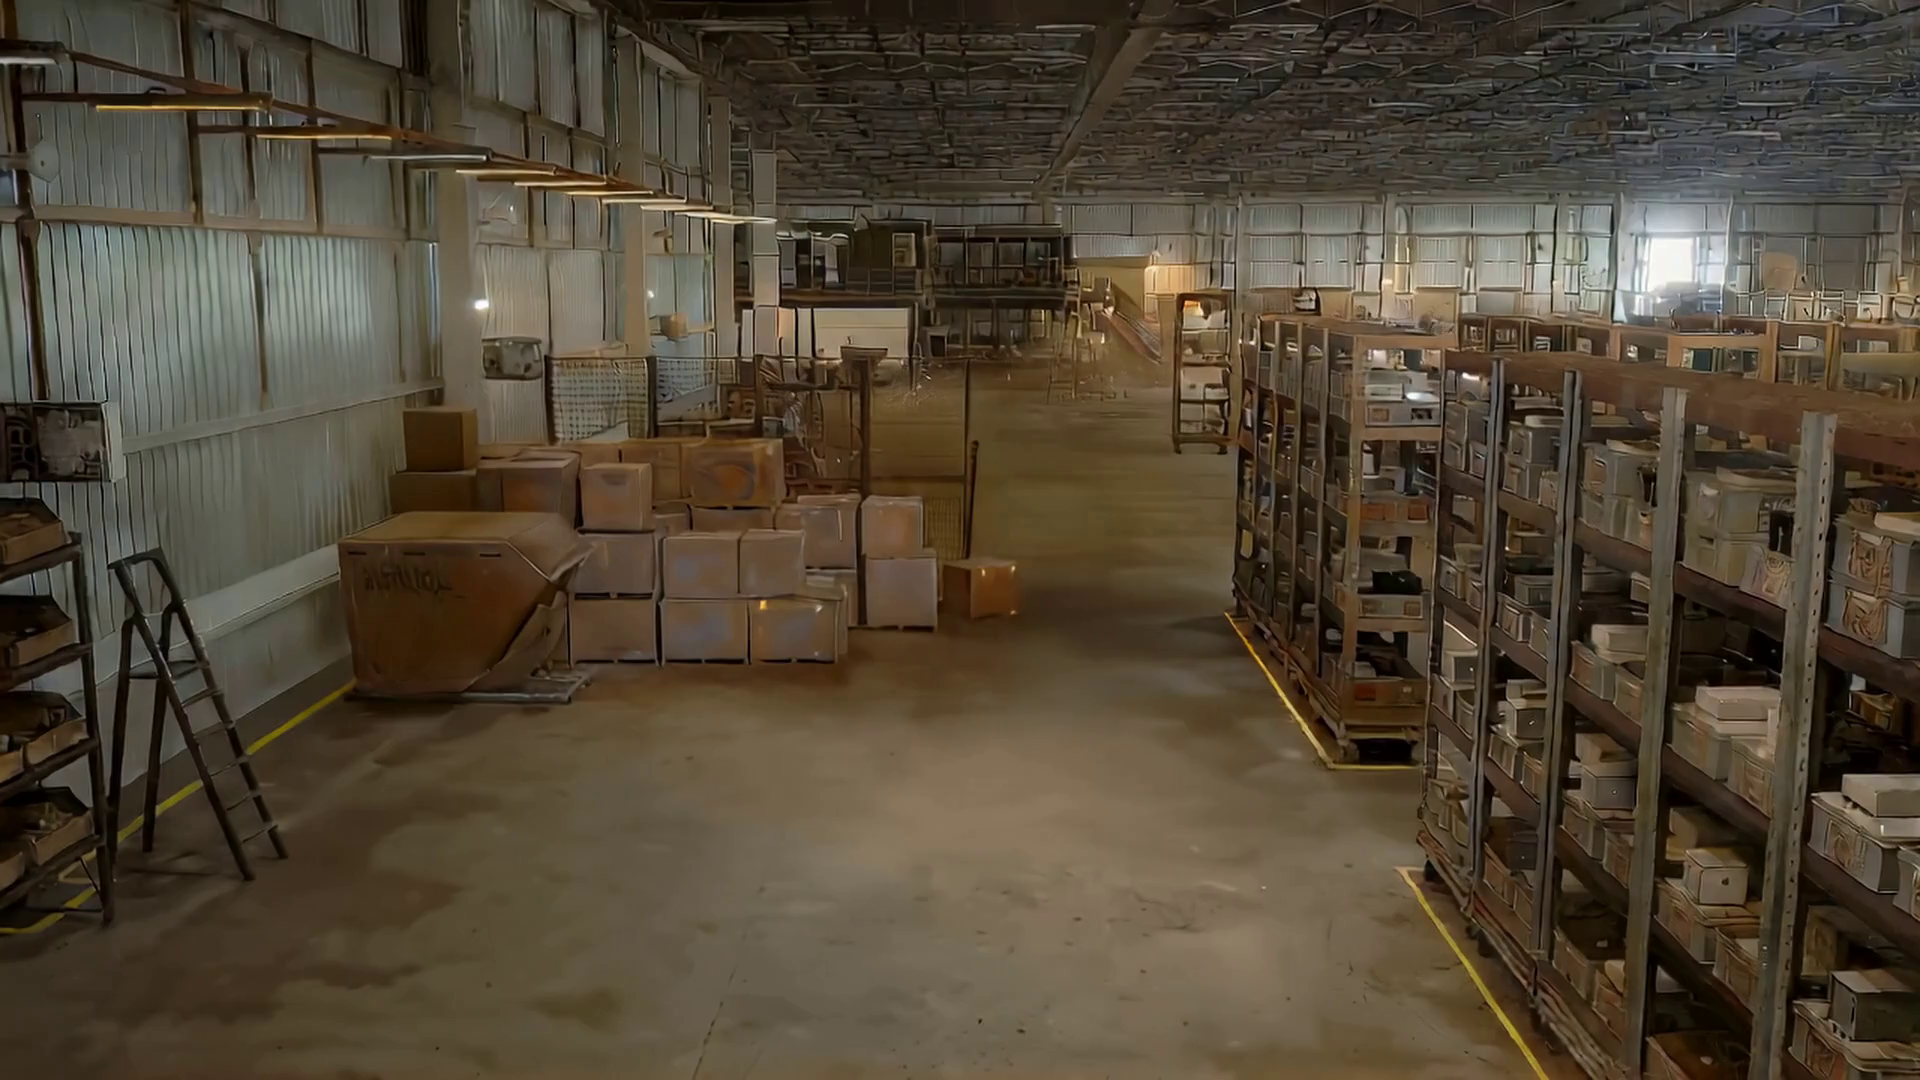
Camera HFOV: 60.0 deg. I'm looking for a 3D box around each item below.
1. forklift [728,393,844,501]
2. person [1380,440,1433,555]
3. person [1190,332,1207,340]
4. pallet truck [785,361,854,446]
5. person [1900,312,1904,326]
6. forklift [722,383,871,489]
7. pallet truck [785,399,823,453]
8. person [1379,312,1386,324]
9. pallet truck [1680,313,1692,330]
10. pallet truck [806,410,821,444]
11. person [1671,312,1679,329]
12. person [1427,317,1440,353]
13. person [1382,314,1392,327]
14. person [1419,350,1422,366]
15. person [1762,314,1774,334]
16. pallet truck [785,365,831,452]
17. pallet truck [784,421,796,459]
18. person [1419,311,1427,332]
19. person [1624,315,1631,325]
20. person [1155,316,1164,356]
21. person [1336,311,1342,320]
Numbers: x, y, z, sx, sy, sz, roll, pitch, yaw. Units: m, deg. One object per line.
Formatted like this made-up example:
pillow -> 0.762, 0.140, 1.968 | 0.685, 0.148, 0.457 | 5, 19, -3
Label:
forklift -> -2.979, -1.316, 26.476 | 2.680, 1.987, 1.157 | 0, 9, 1
person -> 6.508, -0.646, 24.080 | 0.828, 1.733, 0.521 | 2, 9, 10
person -> 14.090, -12.758, 98.191 | 1.062, 1.941, 0.639 | 3, 10, 16
pallet truck -> -3.410, -3.193, 38.978 | 1.885, 1.965, 0.823 | 0, 9, -1
person -> 54.935, -12.466, 97.182 | 0.686, 1.668, 0.552 | 2, 9, 12
forklift -> -2.893, -1.687, 28.729 | 2.680, 1.987, 1.157 | 0, 9, -1
pallet truck -> -3.814, -2.432, 36.419 | 1.630, 1.274, 0.653 | 0, 9, 1
person -> 22.018, -10.922, 86.893 | 0.566, 1.915, 0.569 | -6, 11, -35
pallet truck -> 36.315, -10.531, 84.244 | 0.823, 1.965, 1.885 | -6, 11, -33
pallet truck -> -3.559, -2.018, 33.905 | 1.522, 1.261, 0.704 | 0, 9, -1
person -> 38.395, -11.315, 89.442 | 0.504, 1.885, 0.664 | 1, 9, 6
person -> 22.877, -9.812, 80.209 | 0.996, 1.865, 0.615 | -7, 12, -38
person -> 21.392, -10.369, 83.468 | 0.618, 1.926, 0.762 | -5, 10, -27
person -> 15.313, -5.870, 56.158 | 0.926, 1.791, 0.608 | -4, 10, -22
person -> 38.491, -9.711, 79.047 | 0.538, 2.000, 0.686 | -8, 12, -39
pallet truck -> -3.774, -2.976, 37.635 | 1.885, 1.965, 0.823 | 1, 9, 5
pallet truck -> -4.013, -1.793, 32.705 | 1.601, 1.201, 0.680 | 0, 9, 1
person -> 26.298, -12.066, 94.198 | 0.955, 1.851, 0.584 | 6, 11, 33
person -> 33.293, -10.252, 82.878 | 0.355, 1.882, 0.575 | -1, 9, -5
person -> 9.568, -9.827, 80.116 | 0.381, 1.927, 0.542 | -4, 10, -22
person -> 21.413, -12.089, 94.373 | 0.957, 1.823, 0.504 | 4, 10, 23
